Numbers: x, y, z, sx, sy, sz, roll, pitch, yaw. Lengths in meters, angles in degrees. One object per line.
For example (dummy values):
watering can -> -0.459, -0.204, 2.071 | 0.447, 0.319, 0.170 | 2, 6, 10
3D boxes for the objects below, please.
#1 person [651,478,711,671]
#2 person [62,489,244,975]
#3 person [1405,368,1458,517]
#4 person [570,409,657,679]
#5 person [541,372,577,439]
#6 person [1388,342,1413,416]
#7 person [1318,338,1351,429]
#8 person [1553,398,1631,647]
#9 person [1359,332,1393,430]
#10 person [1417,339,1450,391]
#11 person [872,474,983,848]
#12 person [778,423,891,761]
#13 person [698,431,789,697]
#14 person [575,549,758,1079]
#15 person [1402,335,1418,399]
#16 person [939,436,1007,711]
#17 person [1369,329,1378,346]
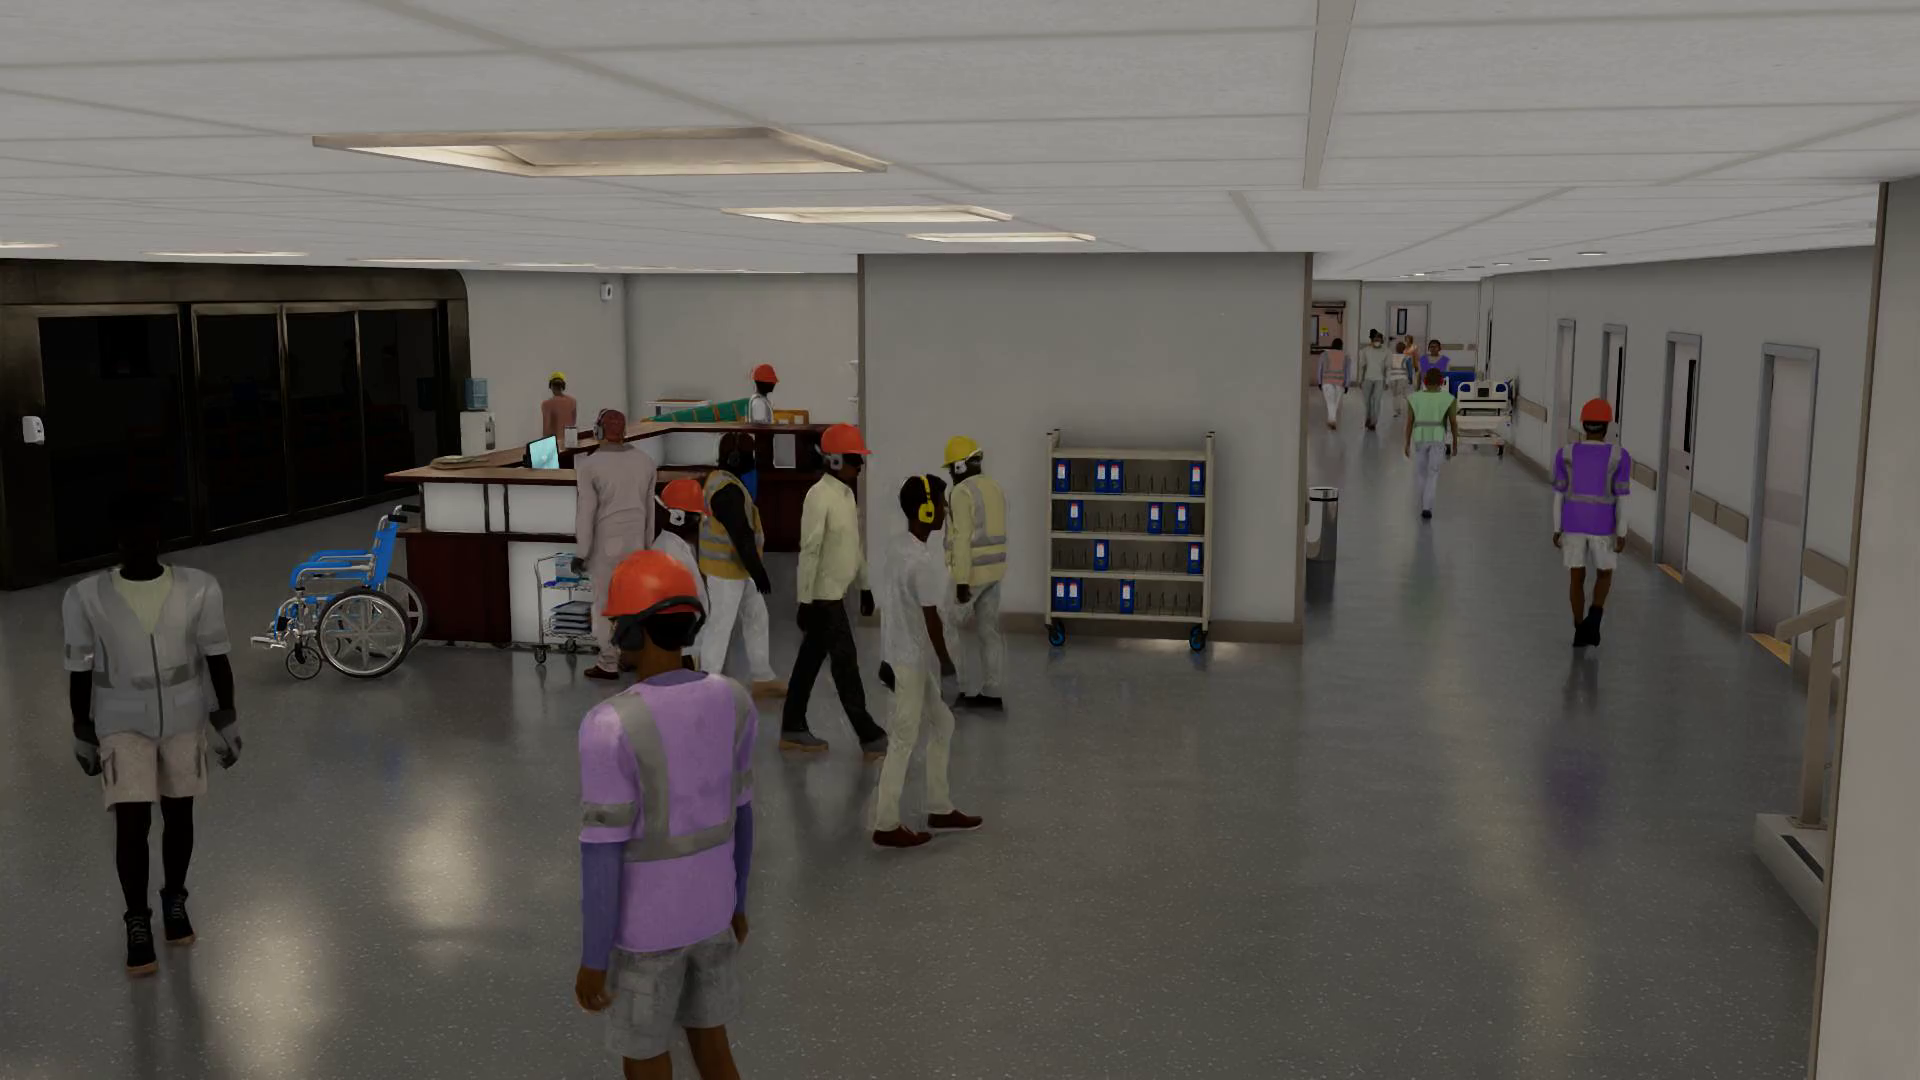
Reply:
person -> -1.479, 0.541, 8.864 | 0.333, 1.745, 0.559 | -2, 9, -15
person -> -3.247, 0.764, 6.751 | 0.610, 1.942, 0.731 | -6, 11, -36
person -> 5.735, -1.188, 20.220 | 0.588, 1.795, 0.992 | 4, 9, 23
person -> -2.457, 0.032, 11.744 | 0.401, 1.906, 0.685 | 8, 12, 42
person -> -4.960, -1.208, 20.534 | 0.427, 1.732, 0.532 | 8, 12, 42
person -> 9.559, -3.487, 36.104 | 0.529, 1.590, 0.864 | 7, 11, 37
person -> 7.395, -3.090, 32.844 | 0.613, 1.795, 0.967 | 0, 9, 1
person -> 4.771, -0.113, 12.616 | 0.551, 1.920, 0.542 | 5, 10, 28
person -> 8.102, -3.101, 32.442 | 0.634, 1.921, 0.467 | 4, 9, 25
person -> 8.548, -2.700, 30.063 | 0.566, 1.844, 0.401 | 4, 10, 27
person -> -0.114, 0.596, 8.150 | 0.741, 1.844, 0.565 | -3, 9, -16
person -> -0.671, 0.305, 9.695 | 0.937, 1.960, 0.654 | 2, 9, 11
person -> -1.384, 0.198, 10.916 | 0.775, 1.810, 0.637 | -1, 9, -6
person -> -0.840, 1.039, 4.649 | 0.433, 2.028, 0.638 | 6, 11, 36
person -> 11.313, -4.358, 41.825 | 0.522, 1.619, 0.699 | 7, 11, 39
person -> 0.057, 0.221, 10.865 | 0.603, 1.785, 0.629 | 6, 10, 33
person -> 11.000, -4.772, 44.289 | 0.318, 1.697, 0.535 | 2, 9, 11
